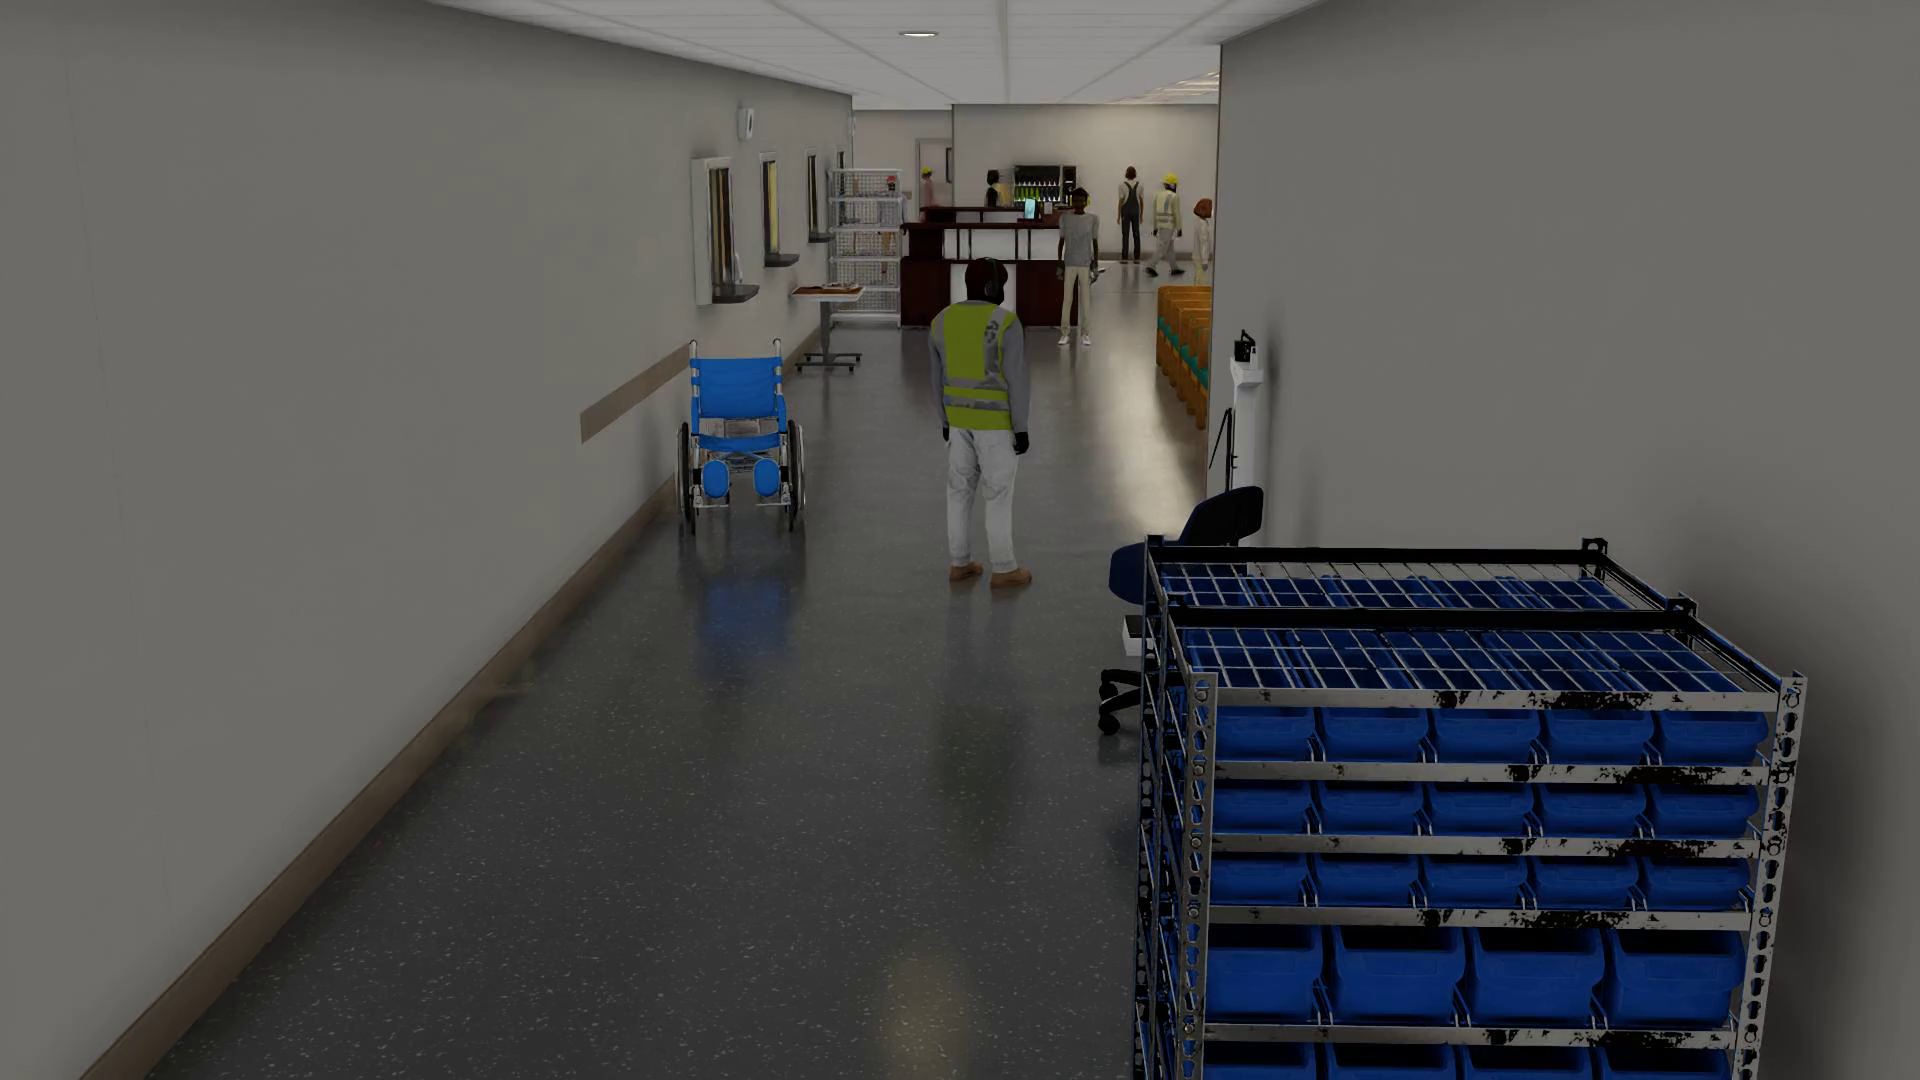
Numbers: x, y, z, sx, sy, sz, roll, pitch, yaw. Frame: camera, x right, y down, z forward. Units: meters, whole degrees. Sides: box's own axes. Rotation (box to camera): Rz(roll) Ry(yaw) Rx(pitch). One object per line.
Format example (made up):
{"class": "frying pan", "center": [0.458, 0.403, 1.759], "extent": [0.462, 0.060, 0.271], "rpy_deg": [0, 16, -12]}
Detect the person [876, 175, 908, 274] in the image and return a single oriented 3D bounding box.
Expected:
{"class": "person", "center": [-1.210, -5.614, 29.628], "extent": [0.563, 1.742, 0.361], "rpy_deg": [0, 14, 1]}

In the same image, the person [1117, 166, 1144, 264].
{"class": "person", "center": [3.259, -6.208, 31.820], "extent": [0.507, 1.845, 0.339], "rpy_deg": [-2, 14, -9]}

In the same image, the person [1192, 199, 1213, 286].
{"class": "person", "center": [3.228, -3.720, 22.163], "extent": [0.275, 1.632, 0.507], "rpy_deg": [0, 14, 0]}

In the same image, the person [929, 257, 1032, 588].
{"class": "person", "center": [0.139, -0.650, 9.290], "extent": [0.619, 1.838, 0.430], "rpy_deg": [10, 17, 35]}

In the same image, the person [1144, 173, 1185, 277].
{"class": "person", "center": [3.593, -5.512, 29.132], "extent": [0.936, 1.792, 0.605], "rpy_deg": [-7, 16, -27]}

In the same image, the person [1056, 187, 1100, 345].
{"class": "person", "center": [1.395, -3.242, 19.763], "extent": [0.508, 1.861, 0.329], "rpy_deg": [1, 14, 6]}
